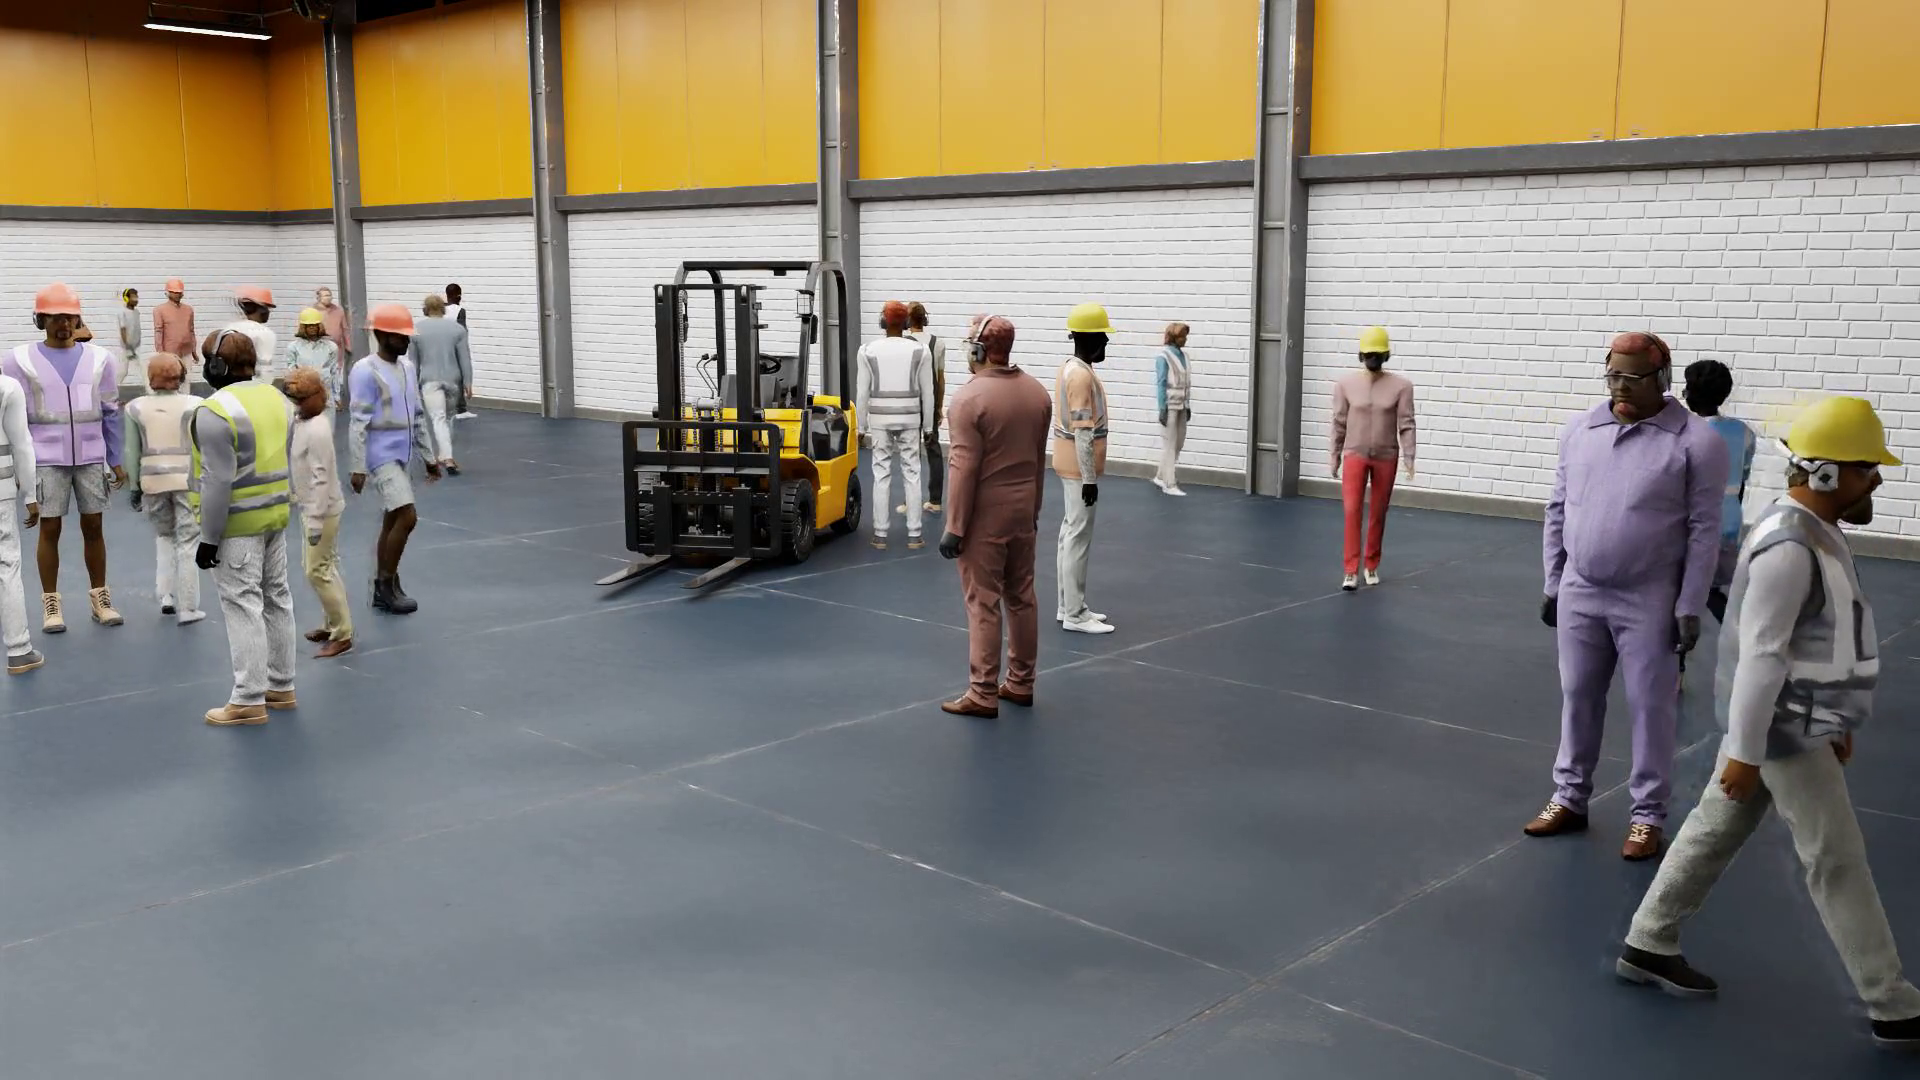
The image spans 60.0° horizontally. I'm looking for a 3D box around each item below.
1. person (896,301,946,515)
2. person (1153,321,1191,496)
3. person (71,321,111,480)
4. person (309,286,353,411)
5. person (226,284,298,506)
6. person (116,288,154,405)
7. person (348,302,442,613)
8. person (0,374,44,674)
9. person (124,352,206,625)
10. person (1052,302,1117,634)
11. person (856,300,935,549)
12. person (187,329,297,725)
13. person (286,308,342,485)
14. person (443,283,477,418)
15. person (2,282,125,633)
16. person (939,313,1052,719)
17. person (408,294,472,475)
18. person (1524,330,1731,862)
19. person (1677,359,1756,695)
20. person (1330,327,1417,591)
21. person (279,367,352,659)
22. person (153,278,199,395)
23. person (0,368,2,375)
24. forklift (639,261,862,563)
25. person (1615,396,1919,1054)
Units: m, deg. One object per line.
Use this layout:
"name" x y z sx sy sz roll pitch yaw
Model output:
"person" -0.360 -1.125 14.321 0.506 1.842 0.351 -6 11 -31
"person" 2.004 -1.237 15.689 0.403 1.648 0.524 7 12 37
"person" -8.714 -1.381 16.553 0.282 1.626 0.501 2 9 12
"person" -9.528 -2.883 25.010 0.882 1.875 0.647 7 12 38
"person" -6.247 -1.227 14.514 0.606 1.998 0.994 4 10 23
"person" -12.841 -2.976 25.754 0.977 1.827 0.541 2 9 10
"person" -3.468 -0.499 10.262 0.562 1.912 0.568 2 9 11
"person" -5.124 -0.223 8.660 0.585 1.882 0.340 -3 10 -16
"person" -4.684 -0.306 9.956 0.528 1.627 0.382 0 9 -2
"person" 0.726 -0.422 9.746 0.363 1.927 0.587 0 9 -2
"person" -0.489 -0.864 12.596 0.609 1.883 0.364 0 9 -1
"person" -3.367 -0.059 7.784 0.429 1.845 0.621 2 9 9
"person" -6.270 -1.380 16.183 0.493 1.743 0.311 -6 11 -33
"person" -7.203 -2.682 23.647 0.588 1.913 0.391 6 11 31
"person" -5.234 -0.485 9.772 0.608 2.046 0.368 -8 12 -41
"person" 0.141 -0.114 7.908 0.407 1.914 0.639 8 12 42
"person" -5.394 -1.622 17.329 0.626 1.879 1.023 -5 10 -28
"person" 2.398 0.196 6.041 0.409 1.904 0.639 -9 13 -43
"person" 3.664 -0.042 8.133 0.545 1.684 0.546 -4 10 -21
"person" 2.707 -0.517 10.908 0.543 1.728 0.849 2 9 11
"person" -3.522 -0.151 9.065 0.343 1.601 0.630 -5 11 -28
"person" -10.783 -2.605 22.929 0.396 1.990 0.621 5 11 29
"person" -8.842 -1.294 14.747 0.687 2.000 0.899 3 10 16
"forklift" -1.552 -1.040 12.721 1.214 2.155 2.313 2 9 11
"person" 2.337 0.489 4.614 0.960 1.779 0.598 5 10 28
